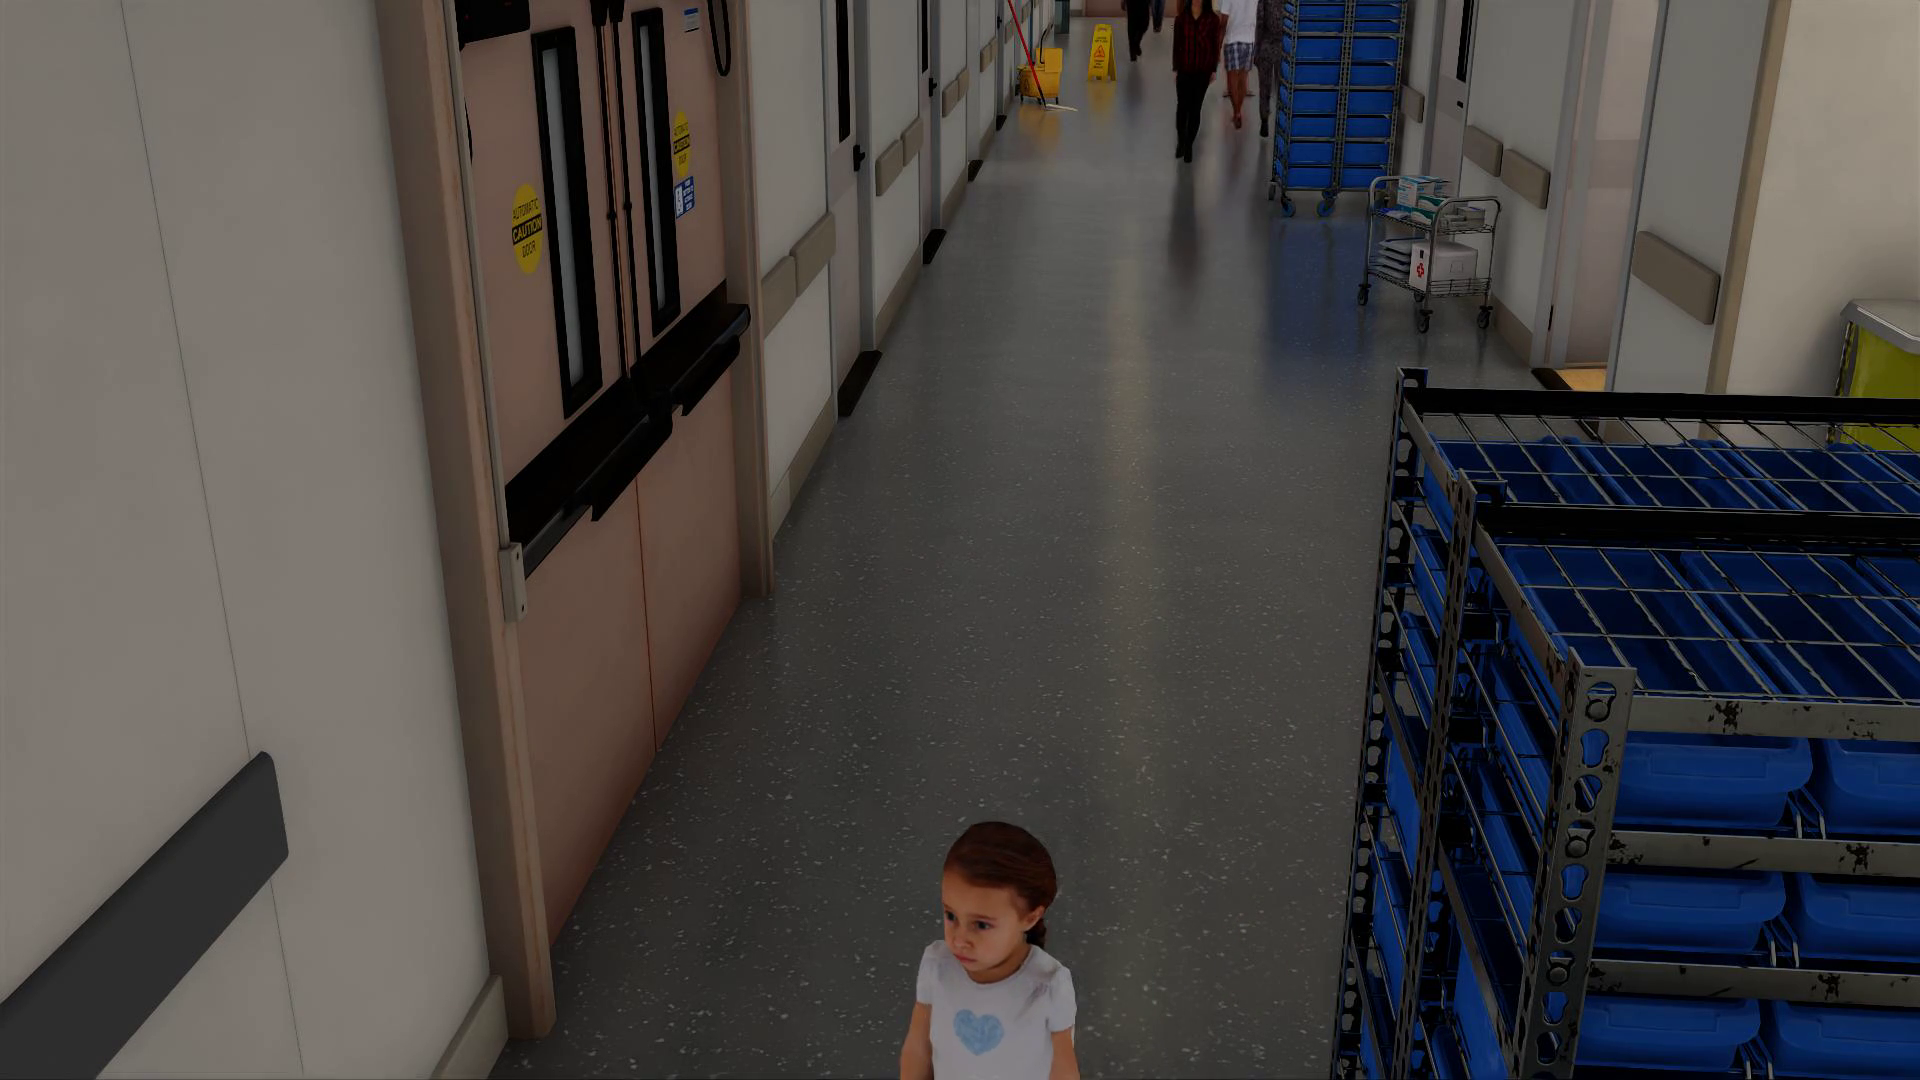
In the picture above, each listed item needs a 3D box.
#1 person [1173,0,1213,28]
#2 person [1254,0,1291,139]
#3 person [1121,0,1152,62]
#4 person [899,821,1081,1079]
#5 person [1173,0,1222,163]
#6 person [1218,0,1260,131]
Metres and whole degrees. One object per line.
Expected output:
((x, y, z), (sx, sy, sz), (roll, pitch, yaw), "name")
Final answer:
((3.092, -6.777, 21.708), (0.795, 1.788, 0.823), (14, 25, 33), "person")
((3.242, -4.985, 17.102), (0.587, 1.699, 0.887), (1, 21, 2), "person")
((2.768, -8.462, 26.114), (0.680, 1.818, 0.785), (0, 21, 1), "person")
((0.086, 0.879, 2.592), (0.545, 1.010, 0.630), (12, 24, 29), "person")
((2.201, -4.393, 15.619), (0.582, 1.642, 0.543), (3, 21, 8), "person")
((3.007, -5.244, 17.792), (0.745, 1.696, 1.114), (-1, 21, -3), "person")
